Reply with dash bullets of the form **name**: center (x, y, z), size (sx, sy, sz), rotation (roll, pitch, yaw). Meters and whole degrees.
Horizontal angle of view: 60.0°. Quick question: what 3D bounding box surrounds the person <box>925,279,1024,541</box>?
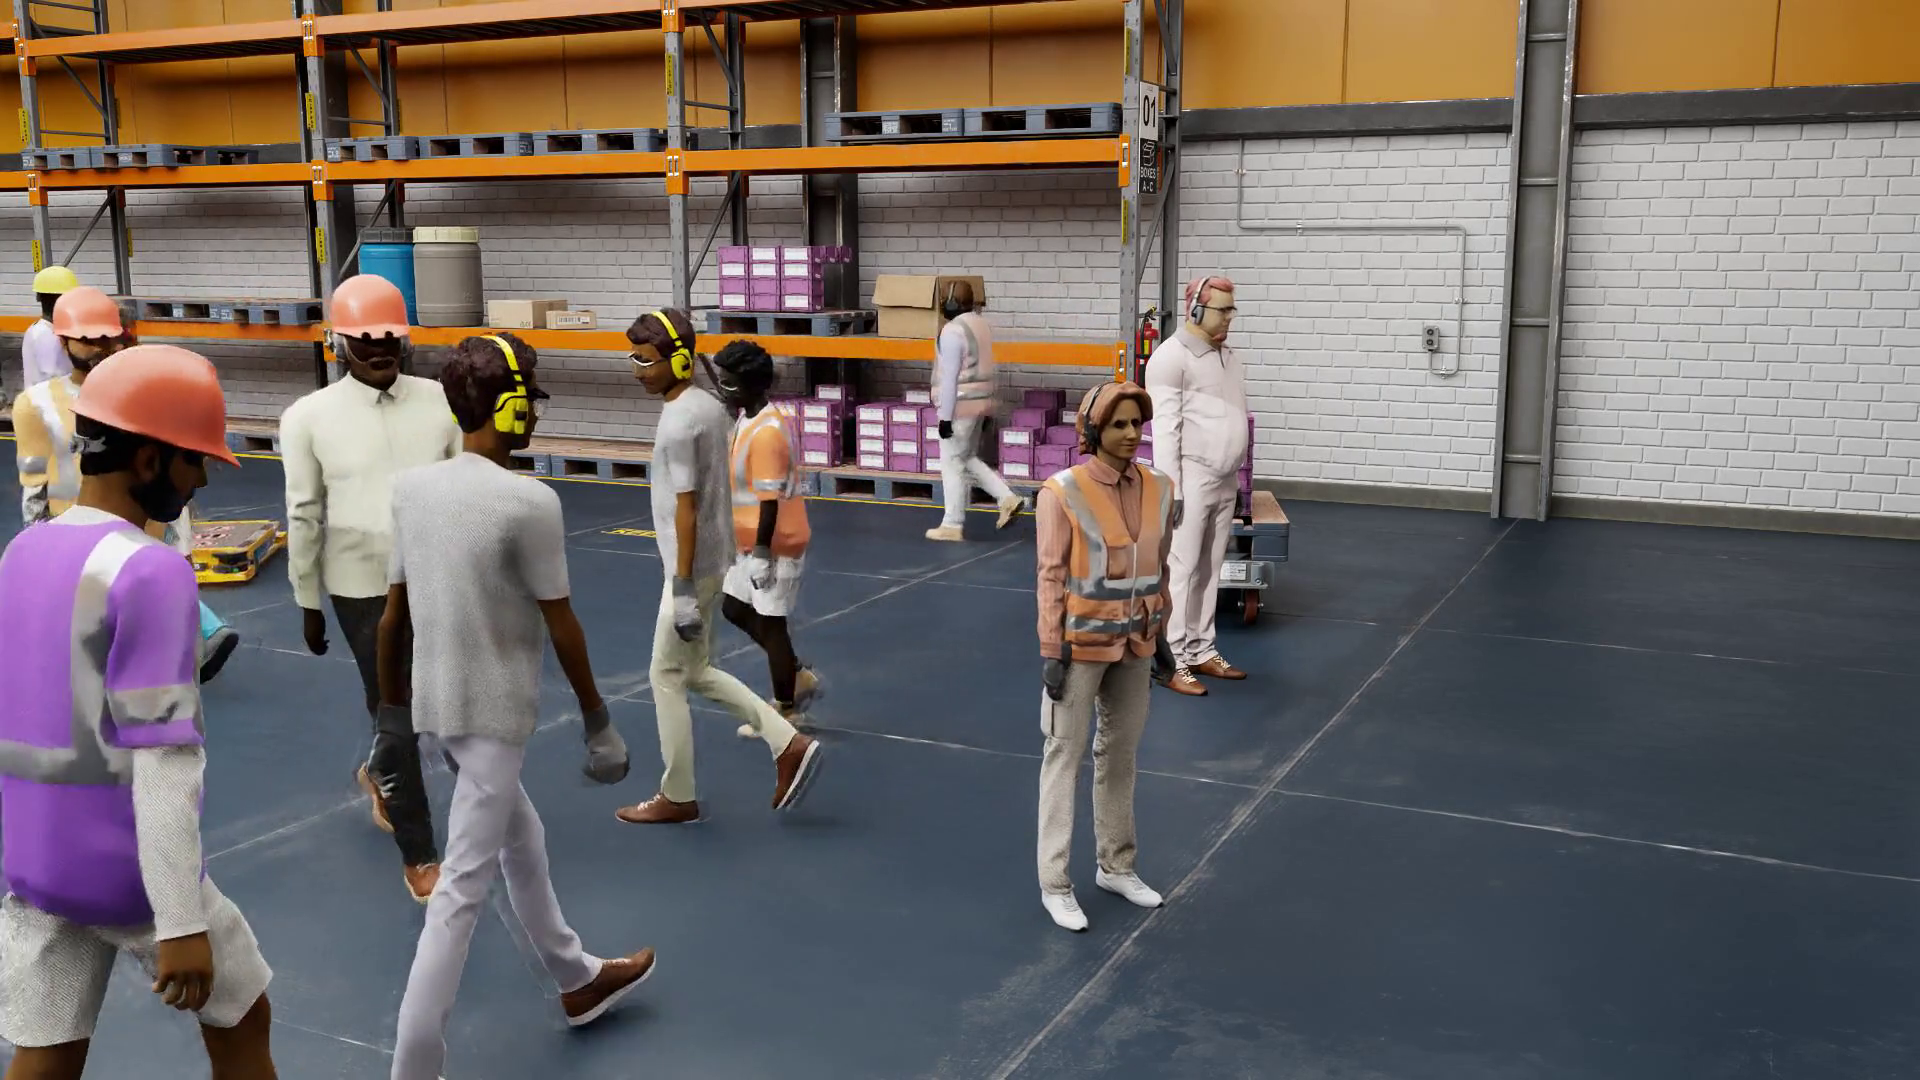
- **person**: center (0.081, -0.887, 11.526), size (0.581, 1.828, 0.639), rotation (4, 11, 23)

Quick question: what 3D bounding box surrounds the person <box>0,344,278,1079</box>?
- **person**: center (-1.549, 0.586, 2.976), size (0.606, 1.885, 0.902), rotation (6, 12, 31)

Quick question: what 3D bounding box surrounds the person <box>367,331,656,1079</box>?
- **person**: center (-1.058, 0.429, 3.974), size (0.498, 1.824, 0.975), rotation (8, 12, 37)

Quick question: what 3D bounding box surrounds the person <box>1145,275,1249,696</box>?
- **person**: center (1.122, -0.256, 7.668), size (0.410, 1.906, 0.642), rotation (8, 13, 38)

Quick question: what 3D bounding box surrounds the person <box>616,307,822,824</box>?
- **person**: center (-0.865, 0.114, 5.767), size (0.667, 1.834, 0.532), rotation (1, 10, 5)

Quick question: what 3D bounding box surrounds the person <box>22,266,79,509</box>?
- **person**: center (-5.367, -0.662, 9.940), size (0.383, 1.923, 0.589), rotation (-6, 12, -32)

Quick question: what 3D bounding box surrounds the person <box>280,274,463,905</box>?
- **person**: center (-1.864, 0.117, 5.418), size (0.653, 1.957, 0.967), rotation (-8, 13, -39)

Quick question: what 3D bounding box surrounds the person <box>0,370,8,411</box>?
- **person**: center (-7.986, -1.231, 13.254), size (0.669, 1.899, 0.964), rotation (-7, 12, -33)

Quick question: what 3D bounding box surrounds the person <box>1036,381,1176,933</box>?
- **person**: center (0.439, 0.337, 5.025), size (0.515, 1.641, 0.314), rotation (-7, 12, -33)

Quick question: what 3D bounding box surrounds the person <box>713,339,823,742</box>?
- **person**: center (-0.807, 0.016, 6.752), size (0.383, 1.666, 0.597), rotation (-3, 10, -14)

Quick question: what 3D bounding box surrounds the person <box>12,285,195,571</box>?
- **person**: center (-3.240, -0.012, 6.309), size (0.573, 1.900, 0.947), rotation (-9, 13, -42)

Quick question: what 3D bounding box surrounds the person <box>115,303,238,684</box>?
- **person**: center (-3.707, -0.182, 7.542), size (0.675, 1.814, 0.597), rotation (4, 11, 21)

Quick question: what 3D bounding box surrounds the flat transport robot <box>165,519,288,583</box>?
- **flat transport robot**: center (-4.740, 0.056, 10.552), size (0.652, 0.197, 1.431), rotation (-2, 10, -12)
